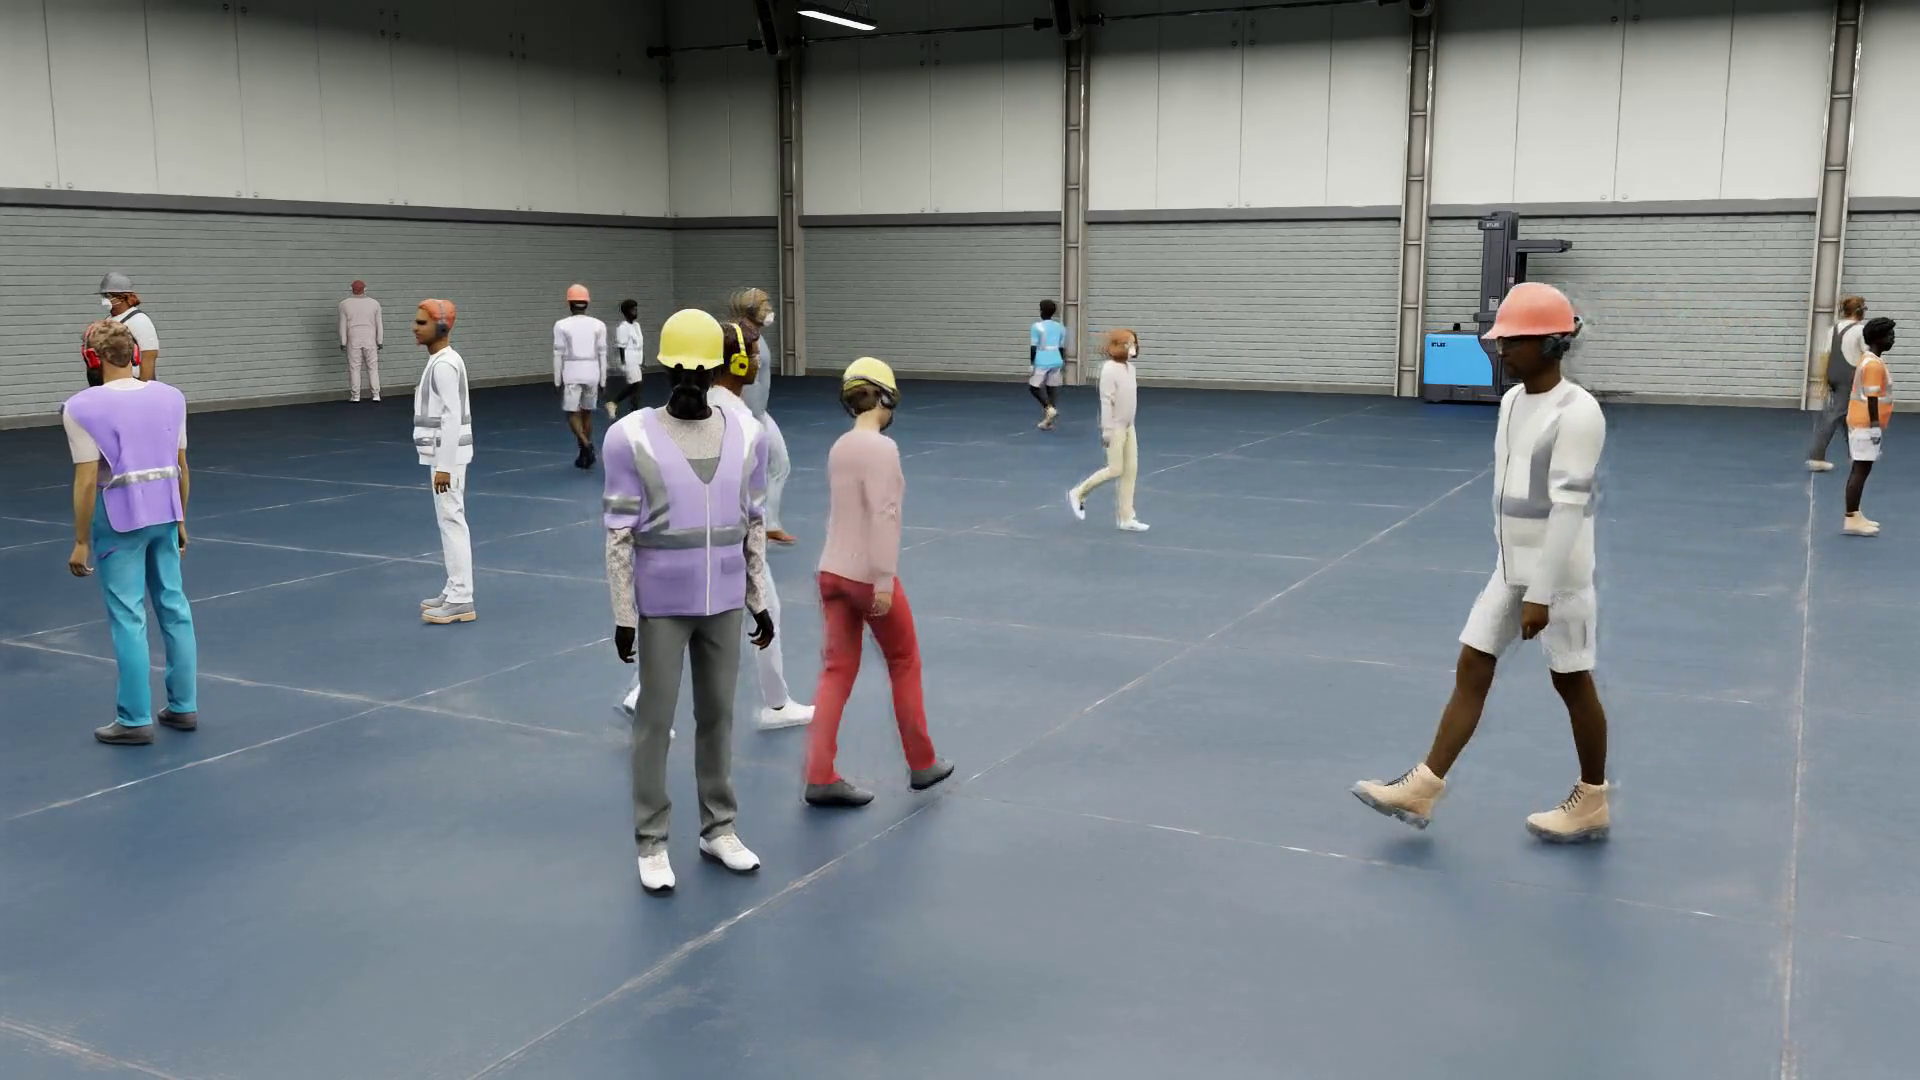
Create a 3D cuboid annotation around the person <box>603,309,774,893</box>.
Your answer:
[{"bbox_3d":[-0.890,0.194,5.581,0.589,1.924,0.384,-6,11,-33],"label":"person"}]

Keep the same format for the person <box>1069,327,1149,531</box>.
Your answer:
[{"bbox_3d":[1.210,-0.887,13.215,0.584,1.613,0.500,6,11,33],"label":"person"}]

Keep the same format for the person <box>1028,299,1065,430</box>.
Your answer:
[{"bbox_3d":[1.136,-2.248,21.356,0.552,1.684,0.423,-6,11,-35],"label":"person"}]

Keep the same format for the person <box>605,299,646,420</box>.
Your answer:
[{"bbox_3d":[-4.423,-2.363,22.114,0.657,1.675,0.540,1,9,8],"label":"person"}]

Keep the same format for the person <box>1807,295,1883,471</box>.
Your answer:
[{"bbox_3d":[9.181,-1.614,17.137,0.974,1.794,0.514,-2,9,-10],"label":"person"}]

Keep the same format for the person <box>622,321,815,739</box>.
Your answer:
[{"bbox_3d":[-1.077,-0.042,7.312,0.895,1.841,0.528,-7,12,-37],"label":"person"}]

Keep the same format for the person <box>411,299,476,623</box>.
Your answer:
[{"bbox_3d":[-3.040,-0.468,9.785,0.344,1.881,0.585,-3,10,-18],"label":"person"}]

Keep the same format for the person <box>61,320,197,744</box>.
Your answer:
[{"bbox_3d":[-3.601,-0.036,7.262,0.392,1.837,0.563,5,10,27],"label":"person"}]

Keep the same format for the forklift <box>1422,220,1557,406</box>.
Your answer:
[{"bbox_3d":[8.245,-3.527,25.720,1.873,2.768,1.129,5,10,27],"label":"forklift"}]

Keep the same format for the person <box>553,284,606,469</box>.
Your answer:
[{"bbox_3d":[-3.897,-1.674,17.143,0.548,1.916,0.745,-5,10,-27],"label":"person"}]

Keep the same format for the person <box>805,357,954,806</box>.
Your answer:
[{"bbox_3d":[-0.318,0.155,6.477,0.714,1.709,0.591,-7,11,-36],"label":"person"}]

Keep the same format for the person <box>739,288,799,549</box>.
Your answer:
[{"bbox_3d":[-1.419,-0.855,12.051,0.673,1.917,0.663,0,9,3],"label":"person"}]

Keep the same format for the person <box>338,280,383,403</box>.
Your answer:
[{"bbox_3d":[-9.330,-3.094,25.910,0.655,1.906,0.407,-5,10,-27],"label":"person"}]

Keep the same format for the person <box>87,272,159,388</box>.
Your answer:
[{"bbox_3d":[-7.470,-1.340,14.812,0.689,2.000,0.539,7,11,35],"label":"person"}]

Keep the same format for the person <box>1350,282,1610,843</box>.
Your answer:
[{"bbox_3d":[1.920,0.107,5.876,1.011,1.995,0.639,-2,9,-9],"label":"person"}]

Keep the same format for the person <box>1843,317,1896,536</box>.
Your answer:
[{"bbox_3d":[7.112,-0.895,13.015,0.317,1.693,0.534,4,10,25],"label":"person"}]
